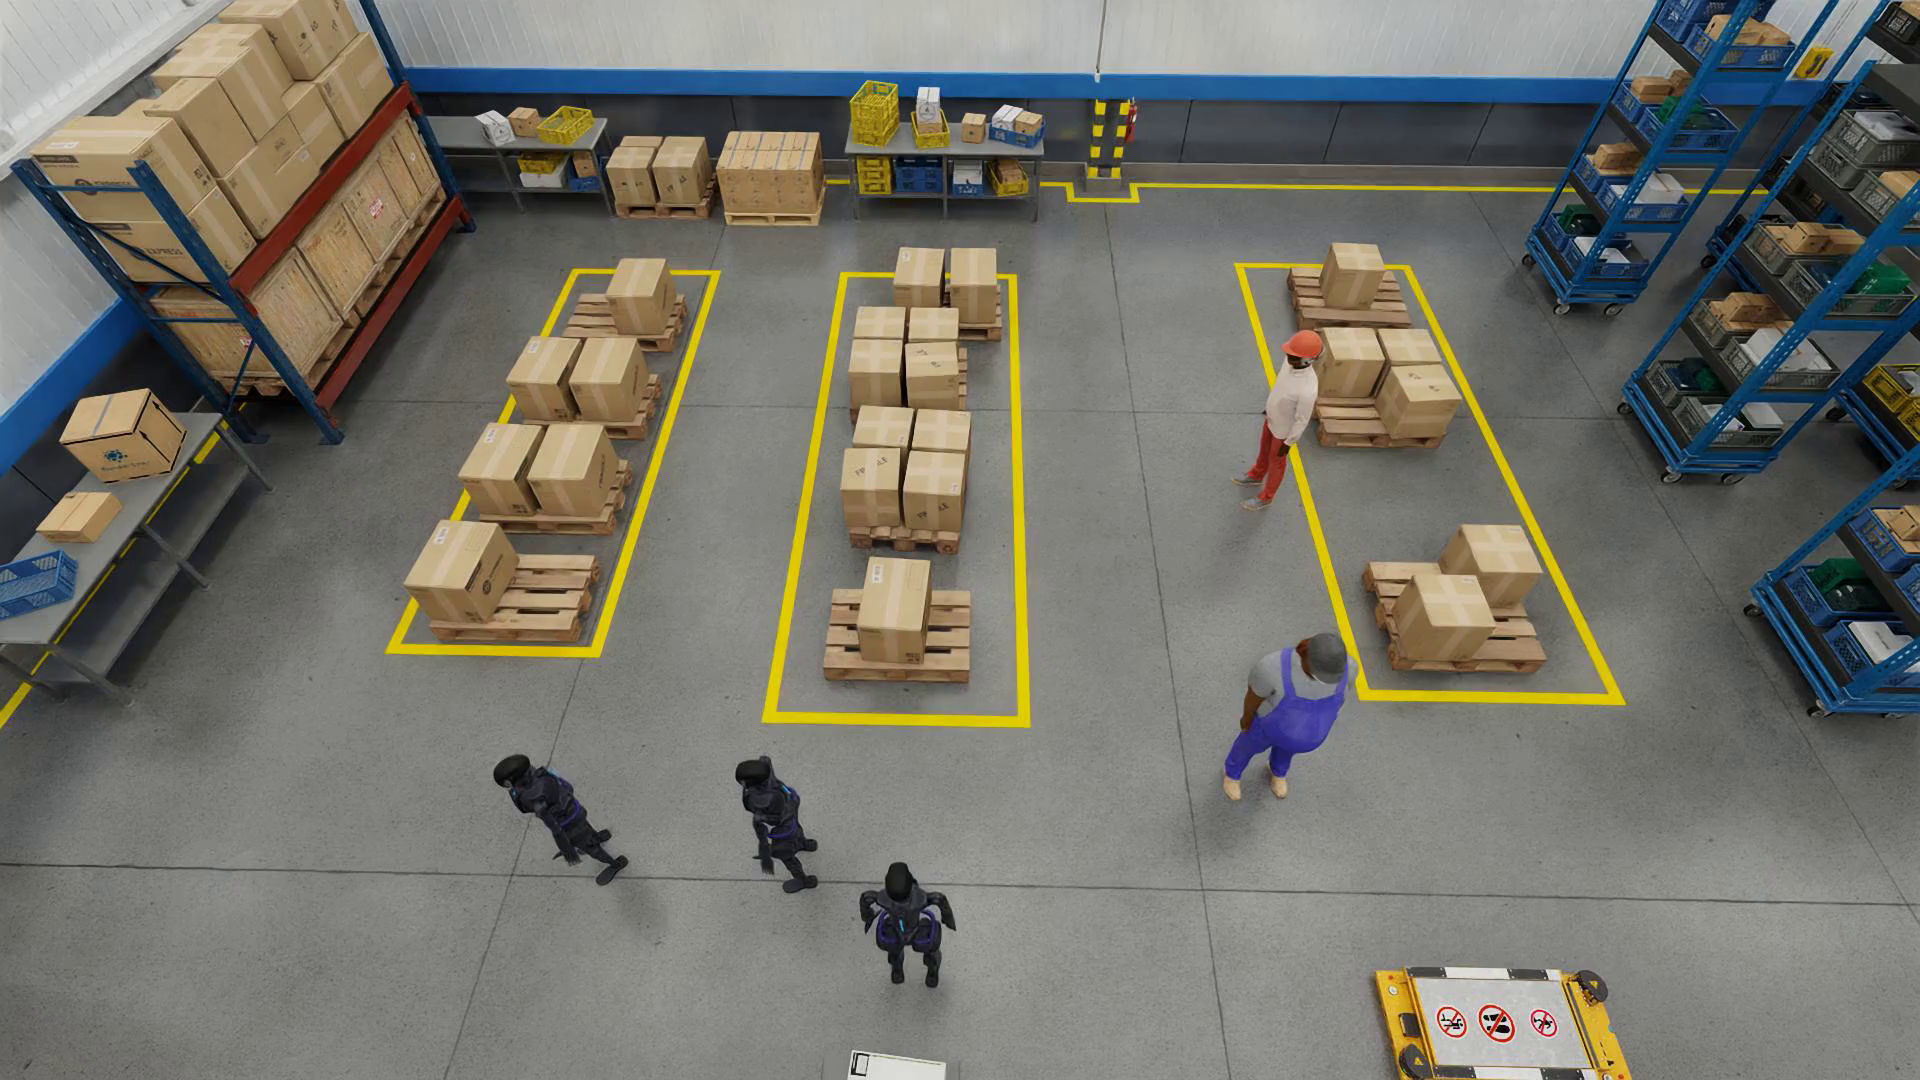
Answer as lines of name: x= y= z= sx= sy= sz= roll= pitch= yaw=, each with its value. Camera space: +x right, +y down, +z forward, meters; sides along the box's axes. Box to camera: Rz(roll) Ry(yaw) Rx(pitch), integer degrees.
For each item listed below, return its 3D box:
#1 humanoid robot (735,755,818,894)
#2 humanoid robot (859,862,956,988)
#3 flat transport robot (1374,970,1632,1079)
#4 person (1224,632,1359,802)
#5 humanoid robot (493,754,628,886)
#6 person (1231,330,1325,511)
humanoid robot: x=-1.214 y=1.867 z=6.055 sx=0.352 sy=1.650 sz=0.563 roll=-4 pitch=51 yaw=-3
humanoid robot: x=-0.313 y=2.374 z=5.643 sx=0.579 sy=1.658 sz=0.329 roll=2 pitch=51 yaw=1
flat transport robot: x=3.501 y=3.133 z=5.914 sx=1.431 sy=0.197 sz=0.652 roll=1 pitch=51 yaw=1
person: x=2.275 y=1.250 z=6.325 sx=0.677 sy=2.000 sz=0.536 roll=-1 pitch=51 yaw=-1
humanoid robot: x=-2.658 y=1.837 z=6.079 sx=0.352 sy=1.649 sz=0.562 roll=-33 pitch=58 yaw=-24
person: x=2.872 y=-1.055 z=8.233 sx=0.392 sy=1.994 sz=0.610 roll=-2 pitch=51 yaw=-2
